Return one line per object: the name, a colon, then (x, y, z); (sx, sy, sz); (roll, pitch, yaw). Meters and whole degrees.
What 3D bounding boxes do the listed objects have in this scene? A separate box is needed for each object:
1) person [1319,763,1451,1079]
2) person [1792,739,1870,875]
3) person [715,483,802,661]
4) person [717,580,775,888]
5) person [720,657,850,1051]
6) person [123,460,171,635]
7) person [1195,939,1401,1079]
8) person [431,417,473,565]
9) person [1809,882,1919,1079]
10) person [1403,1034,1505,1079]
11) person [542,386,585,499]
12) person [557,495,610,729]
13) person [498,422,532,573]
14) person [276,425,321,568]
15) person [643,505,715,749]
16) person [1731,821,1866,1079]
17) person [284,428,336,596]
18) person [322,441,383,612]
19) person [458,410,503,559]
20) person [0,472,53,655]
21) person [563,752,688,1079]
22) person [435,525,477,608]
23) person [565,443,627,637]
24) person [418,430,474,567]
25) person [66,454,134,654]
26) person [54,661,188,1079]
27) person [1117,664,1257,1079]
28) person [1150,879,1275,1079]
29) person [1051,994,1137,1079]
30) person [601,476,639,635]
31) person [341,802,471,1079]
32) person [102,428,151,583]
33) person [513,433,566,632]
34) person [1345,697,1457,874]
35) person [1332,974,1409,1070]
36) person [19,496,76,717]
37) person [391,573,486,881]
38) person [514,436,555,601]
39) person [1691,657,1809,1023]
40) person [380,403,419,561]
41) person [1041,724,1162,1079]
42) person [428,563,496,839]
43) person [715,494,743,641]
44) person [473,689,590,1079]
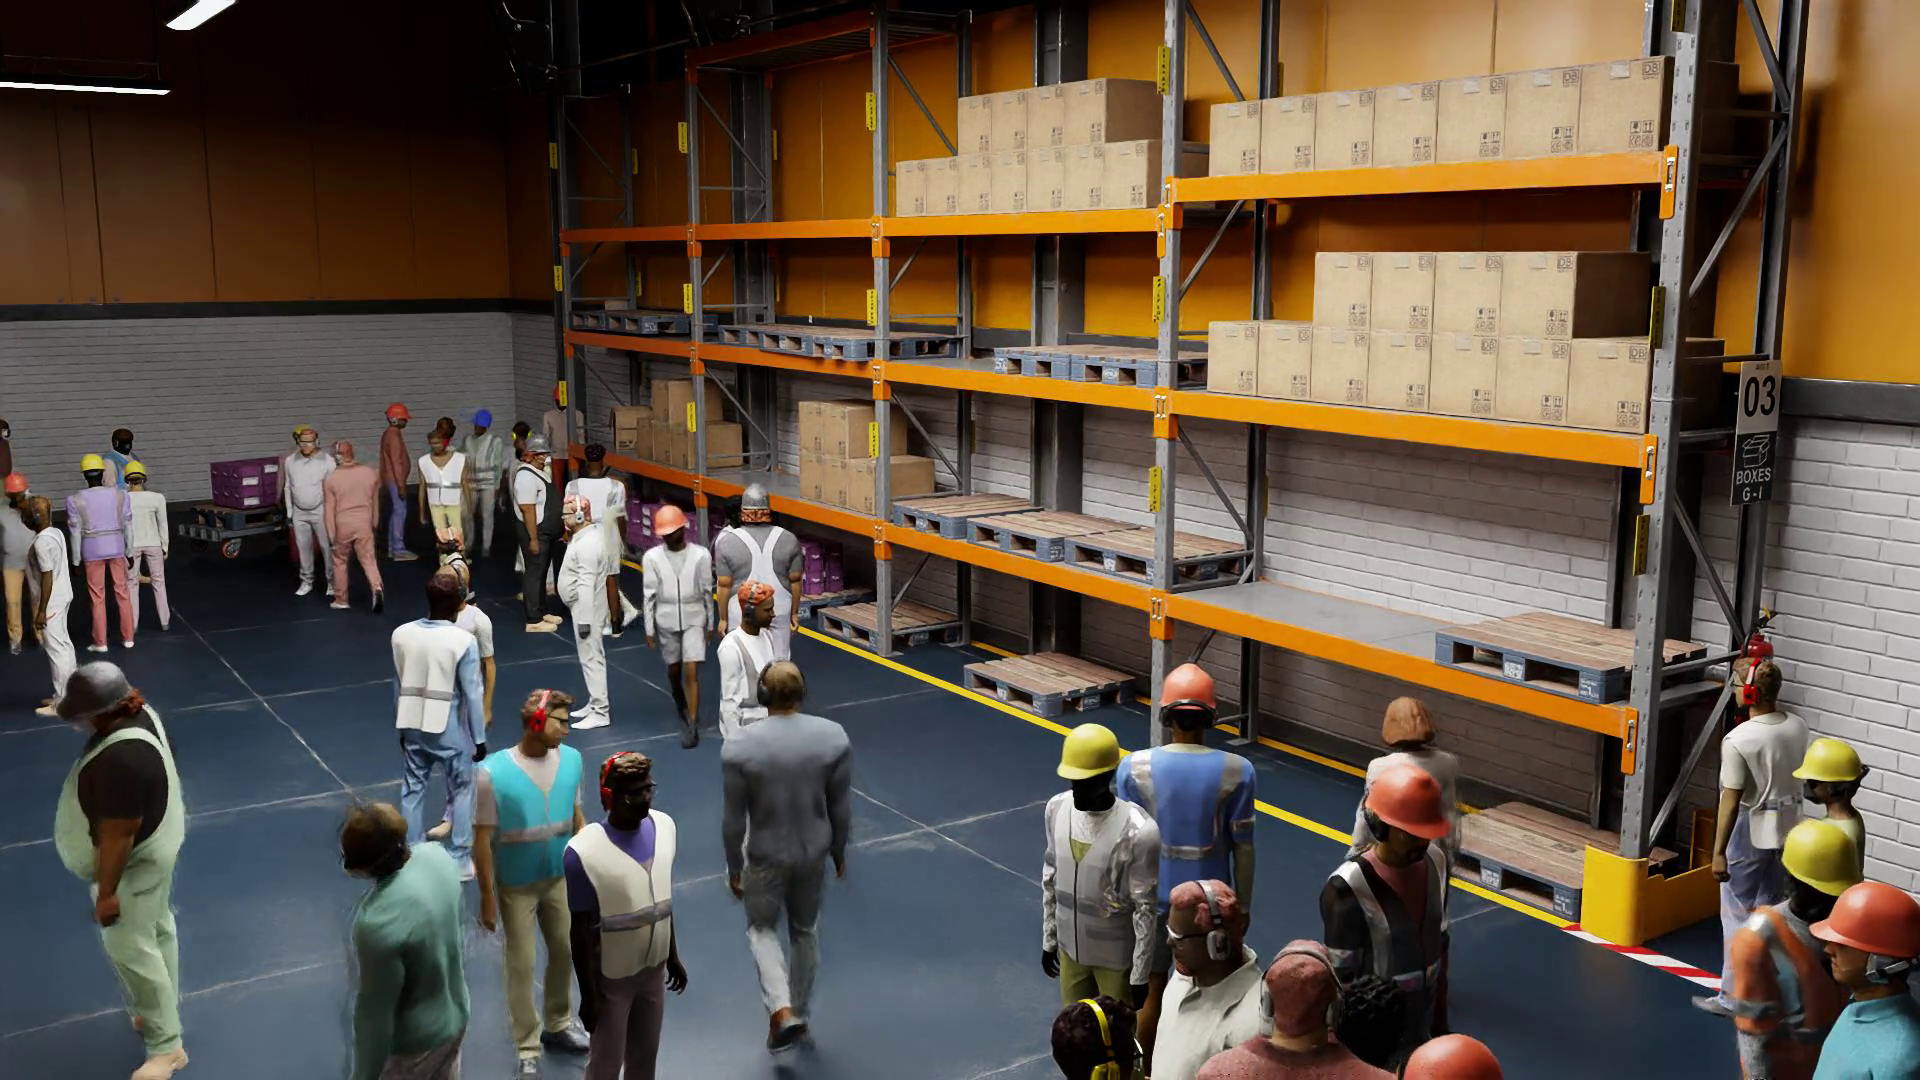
person: (1.568, 1.778, 6.025); (0.615, 2.031, 0.403); (-7, 12, -35)
person: (3.720, 1.716, 7.172); (0.339, 1.762, 0.526); (5, 11, 29)
person: (-1.603, 0.561, 13.125); (0.685, 2.000, 0.535); (-3, 10, -18)
person: (-1.260, 1.169, 10.040); (0.357, 1.879, 0.582); (3, 10, 18)
person: (-0.808, 1.511, 7.909); (0.630, 1.922, 0.538); (-3, 10, -17)
person: (-8.287, 0.073, 16.830); (0.523, 1.759, 0.351); (-5, 11, -27)
person: (0.991, 2.068, 4.787); (0.645, 1.872, 0.926); (6, 11, 31)
person: (-6.278, -0.591, 20.458); (0.514, 1.846, 0.336); (9, 13, 42)
person: (2.668, 1.976, 4.949); (0.379, 1.996, 0.611); (4, 10, 20)
person: (1.164, 2.153, 4.097); (1.039, 1.935, 0.638); (-7, 12, -36)
person: (-5.650, -1.215, 23.733); (0.607, 1.987, 0.411); (-1, 10, -6)
person: (-3.052, 0.574, 13.482); (0.398, 1.898, 0.646); (-2, 10, -12)
person: (-5.328, -0.528, 20.214); (0.542, 1.809, 0.976); (0, 10, 0)
person: (-8.143, -0.549, 20.519); (0.604, 1.729, 0.749); (-3, 10, -15)
person: (-2.226, 0.627, 13.202); (0.552, 1.896, 0.929); (-1, 10, -8)
person: (2.939, 1.880, 5.764); (0.604, 1.909, 0.447); (-4, 10, -20)
person: (-7.264, -0.309, 18.658); (0.640, 1.901, 0.406); (1, 10, 3)
person: (-6.494, -0.141, 17.759); (0.652, 1.864, 0.809); (-8, 13, -39)
person: (-6.014, -0.693, 20.873); (0.647, 1.905, 0.473); (2, 10, 9)
person: (-9.021, 0.212, 16.024); (0.566, 1.750, 0.356); (-6, 11, -30)
person: (-1.353, 1.744, 6.745); (0.389, 1.847, 0.563); (6, 11, 32)
person: (-4.109, 0.686, 13.598); (0.313, 1.634, 0.514); (-3, 10, -19)
person: (-3.630, 0.008, 16.631); (0.603, 1.957, 0.387); (-1, 10, -6)
person: (-5.951, -0.369, 19.233); (0.603, 1.819, 0.488); (-1, 10, -5)
person: (-8.256, 0.134, 15.997); (0.585, 1.917, 0.382); (-9, 13, -44)
person: (-3.936, 1.468, 7.801); (0.534, 2.000, 0.790); (-3, 10, -16)
person: (0.988, 1.550, 7.349); (0.610, 2.034, 0.402); (1, 10, 7)
person: (0.781, 1.981, 5.239); (0.401, 1.894, 0.653); (-3, 10, -16)
person: (0.348, 2.116, 4.498); (0.326, 1.871, 0.520); (-6, 11, -31)
person: (-3.508, 0.155, 16.726); (0.399, 1.617, 0.543); (-1, 10, -5)
person: (-1.972, 1.840, 6.077); (0.395, 1.901, 0.672); (2, 10, 11)
person: (-9.612, -0.372, 19.192); (0.428, 1.839, 0.632); (0, 10, 2)
person: (-4.266, -0.092, 16.958); (0.535, 2.000, 0.681); (-1, 10, -5)
person: (2.211, 1.574, 8.469); (0.505, 1.593, 0.819); (-4, 11, -24)
person: (1.201, 2.122, 4.964); (0.533, 1.698, 0.322); (4, 10, 22)
person: (-7.568, 0.544, 13.815); (0.344, 1.841, 0.504); (-3, 10, -15)
person: (-3.168, 1.163, 10.084); (0.591, 1.876, 0.446); (3, 10, 18)
person: (-4.732, -0.247, 18.489); (0.432, 1.834, 0.650); (2, 10, 11)
person: (3.958, 1.495, 8.257); (0.563, 1.836, 0.386); (-5, 11, -28)
person: (-7.057, -0.731, 20.883); (0.404, 1.983, 0.634); (-5, 11, -26)
person: (0.559, 1.685, 6.889); (0.587, 1.920, 0.397); (9, 13, 44)
person: (-3.244, 1.057, 10.783); (0.518, 1.844, 0.332); (5, 11, 26)
person: (-1.996, 0.431, 14.895); (0.318, 1.699, 0.535); (2, 10, 14)
person: (-1.991, 1.595, 7.726); (0.397, 1.818, 0.610); (9, 13, 41)
